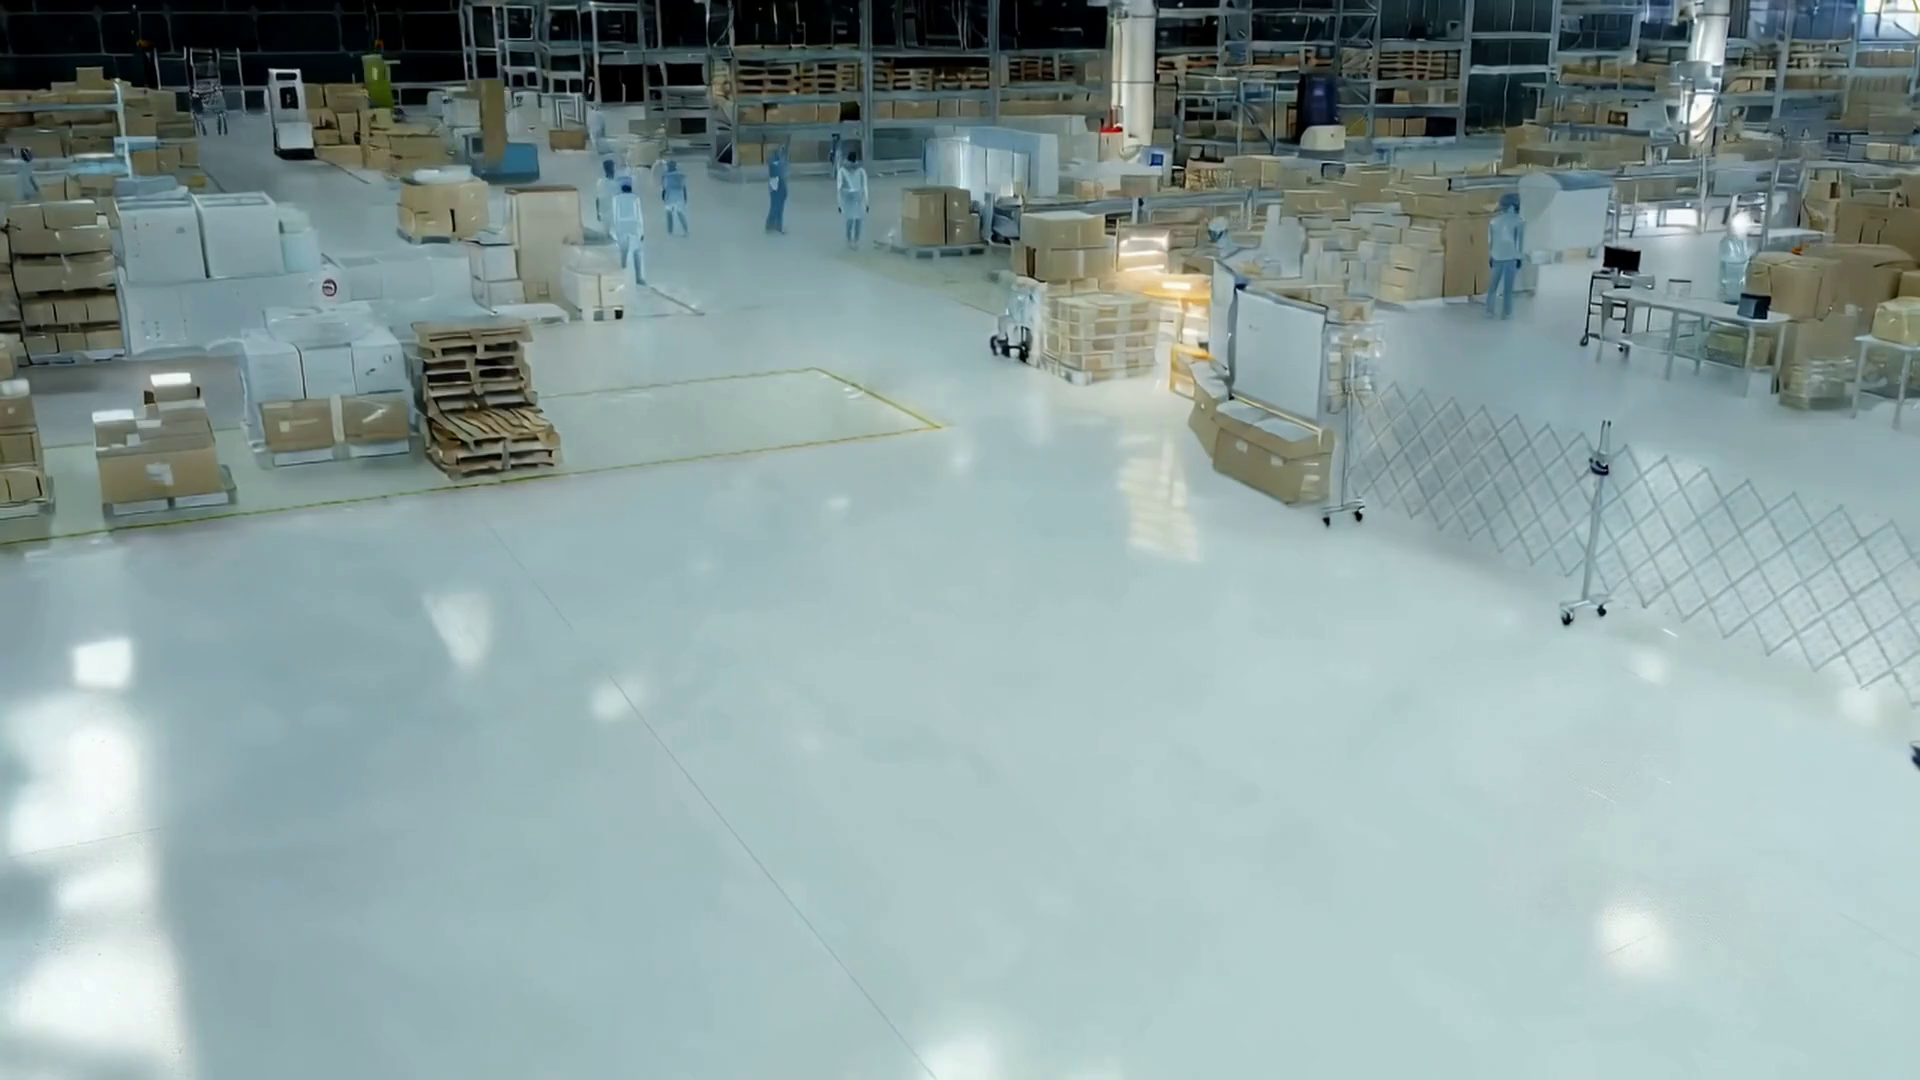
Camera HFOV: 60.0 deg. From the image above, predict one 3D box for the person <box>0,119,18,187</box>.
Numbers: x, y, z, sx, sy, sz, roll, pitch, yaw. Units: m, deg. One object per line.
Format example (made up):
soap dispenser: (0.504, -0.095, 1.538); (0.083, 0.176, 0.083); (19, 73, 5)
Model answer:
person: (-26.231, -10.607, 45.605); (0.699, 1.826, 0.636); (15, 23, 39)

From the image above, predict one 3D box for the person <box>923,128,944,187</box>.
person: (-0.637, -9.312, 41.475); (0.407, 1.882, 0.674); (-11, 21, -31)

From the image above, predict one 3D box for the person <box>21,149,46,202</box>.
person: (-20.046, -7.546, 36.072); (0.980, 1.820, 0.518); (-9, 20, -26)

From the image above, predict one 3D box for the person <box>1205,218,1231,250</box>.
person: (3.805, -3.918, 24.840); (0.975, 1.766, 0.623); (6, 19, 17)

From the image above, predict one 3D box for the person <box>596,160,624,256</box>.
person: (-6.776, -6.460, 32.523); (0.618, 1.932, 0.954); (2, 18, 7)

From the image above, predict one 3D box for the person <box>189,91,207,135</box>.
person: (-29.319, -16.423, 63.998); (0.529, 1.665, 0.830); (-17, 24, -42)

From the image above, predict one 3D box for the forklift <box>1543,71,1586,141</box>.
forklift: (18.685, -13.231, 52.085); (1.873, 2.768, 1.129); (-9, 20, -26)

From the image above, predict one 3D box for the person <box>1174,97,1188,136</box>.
person: (8.193, -15.669, 61.730); (0.526, 1.606, 0.456); (1, 18, 2)

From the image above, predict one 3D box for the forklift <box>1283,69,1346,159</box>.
forklift: (11.615, -13.871, 54.079); (1.129, 2.768, 1.873); (-9, 20, -27)

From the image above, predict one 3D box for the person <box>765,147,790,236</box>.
person: (-3.998, -7.508, 35.873); (0.375, 1.878, 0.694); (-13, 22, -35)

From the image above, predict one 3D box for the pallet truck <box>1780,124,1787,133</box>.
pallet truck: (25.206, -12.542, 52.601); (1.601, 1.201, 0.680); (0, 18, -2)

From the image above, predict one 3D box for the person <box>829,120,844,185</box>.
person: (-3.434, -10.764, 46.206); (0.341, 1.757, 0.525); (15, 23, 40)

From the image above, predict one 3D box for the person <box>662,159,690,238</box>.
person: (-6.072, -7.268, 35.436); (0.547, 1.681, 0.612); (14, 23, 37)

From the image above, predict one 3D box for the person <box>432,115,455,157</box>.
person: (-14.262, -10.791, 46.024); (0.642, 1.919, 0.569); (2, 18, 8)

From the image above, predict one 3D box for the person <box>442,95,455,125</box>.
person: (-19.089, -15.814, 62.189); (0.523, 1.606, 0.808); (7, 19, 20)

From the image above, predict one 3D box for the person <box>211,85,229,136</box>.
person: (-28.411, -16.479, 63.826); (0.561, 1.890, 1.029); (-15, 23, -38)

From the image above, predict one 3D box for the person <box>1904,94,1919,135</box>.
person: (32.516, -14.237, 56.800); (0.407, 1.902, 0.639); (-2, 18, -5)

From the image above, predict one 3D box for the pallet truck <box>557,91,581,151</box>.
pallet truck: (-13.495, -14.412, 57.188); (0.823, 1.965, 1.885); (-3, 18, -9)

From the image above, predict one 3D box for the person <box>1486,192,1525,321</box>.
person: (8.569, -4.446, 26.124); (0.377, 1.995, 0.611); (-17, 24, -42)

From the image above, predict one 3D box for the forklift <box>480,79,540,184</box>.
forklift: (-12.868, -11.420, 46.438); (1.873, 2.768, 1.129); (-9, 20, -26)

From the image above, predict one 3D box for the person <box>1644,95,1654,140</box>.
person: (24.849, -15.205, 60.044); (0.372, 1.753, 0.528); (-8, 20, -24)

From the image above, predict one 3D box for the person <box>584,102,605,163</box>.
person: (-11.623, -12.921, 52.747); (0.665, 1.869, 1.070); (9, 20, 27)

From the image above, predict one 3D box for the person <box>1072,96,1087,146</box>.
person: (3.921, -13.547, 54.518); (0.594, 1.977, 0.630); (-6, 19, -17)

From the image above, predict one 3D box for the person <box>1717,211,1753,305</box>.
person: (11.303, -3.834, 24.305); (0.545, 1.940, 0.352); (-10, 20, -29)

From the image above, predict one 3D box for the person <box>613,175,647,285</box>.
person: (-5.839, -5.482, 29.445); (0.552, 1.937, 0.356); (4, 18, 11)

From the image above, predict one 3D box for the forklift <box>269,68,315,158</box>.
forklift: (-22.016, -14.054, 54.650); (1.129, 2.768, 1.873); (-9, 20, -26)

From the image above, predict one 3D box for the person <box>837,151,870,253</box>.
person: (-2.110, -6.760, 33.318); (0.612, 2.008, 0.905); (-5, 18, -15)

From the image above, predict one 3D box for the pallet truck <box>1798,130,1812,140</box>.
pallet truck: (25.526, -11.556, 49.408); (1.630, 1.274, 0.653); (-9, 20, -26)

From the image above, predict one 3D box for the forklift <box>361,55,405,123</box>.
forklift: (-24.634, -18.984, 70.019); (1.873, 2.768, 1.129); (7, 19, 22)

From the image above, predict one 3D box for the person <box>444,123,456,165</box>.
person: (-14.615, -11.047, 47.354); (0.536, 1.587, 0.895); (12, 21, 33)

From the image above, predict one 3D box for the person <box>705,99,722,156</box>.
person: (-7.975, -13.658, 55.005); (0.924, 1.906, 0.553); (-9, 20, -27)
